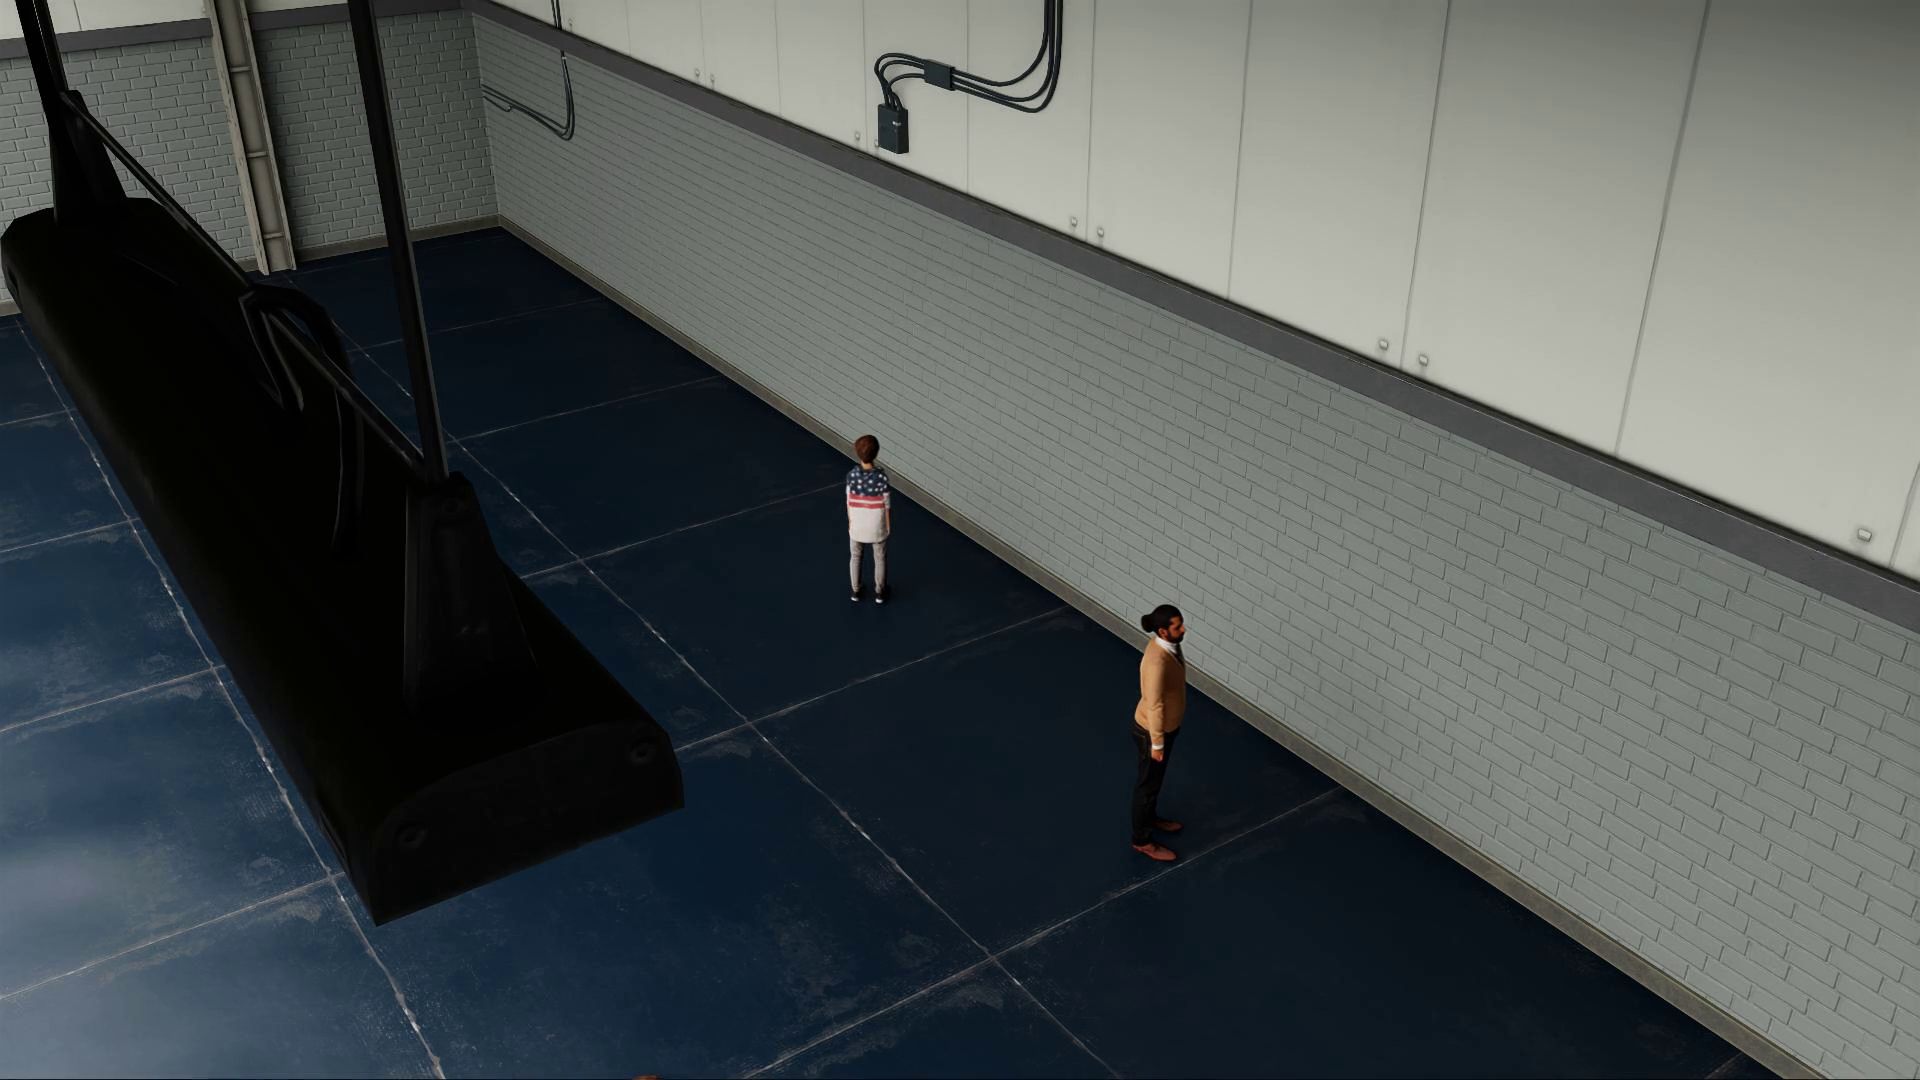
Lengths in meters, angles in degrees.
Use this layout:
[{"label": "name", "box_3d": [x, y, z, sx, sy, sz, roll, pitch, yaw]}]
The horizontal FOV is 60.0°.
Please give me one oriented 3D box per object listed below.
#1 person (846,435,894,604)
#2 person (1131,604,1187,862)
[{"label": "person", "box_3d": [-0.736, -0.174, 13.332, 0.568, 1.440, 0.629, 4, 28, 8]}, {"label": "person", "box_3d": [1.244, 1.175, 10.465, 0.818, 1.754, 0.739, 8, 29, 14]}]
